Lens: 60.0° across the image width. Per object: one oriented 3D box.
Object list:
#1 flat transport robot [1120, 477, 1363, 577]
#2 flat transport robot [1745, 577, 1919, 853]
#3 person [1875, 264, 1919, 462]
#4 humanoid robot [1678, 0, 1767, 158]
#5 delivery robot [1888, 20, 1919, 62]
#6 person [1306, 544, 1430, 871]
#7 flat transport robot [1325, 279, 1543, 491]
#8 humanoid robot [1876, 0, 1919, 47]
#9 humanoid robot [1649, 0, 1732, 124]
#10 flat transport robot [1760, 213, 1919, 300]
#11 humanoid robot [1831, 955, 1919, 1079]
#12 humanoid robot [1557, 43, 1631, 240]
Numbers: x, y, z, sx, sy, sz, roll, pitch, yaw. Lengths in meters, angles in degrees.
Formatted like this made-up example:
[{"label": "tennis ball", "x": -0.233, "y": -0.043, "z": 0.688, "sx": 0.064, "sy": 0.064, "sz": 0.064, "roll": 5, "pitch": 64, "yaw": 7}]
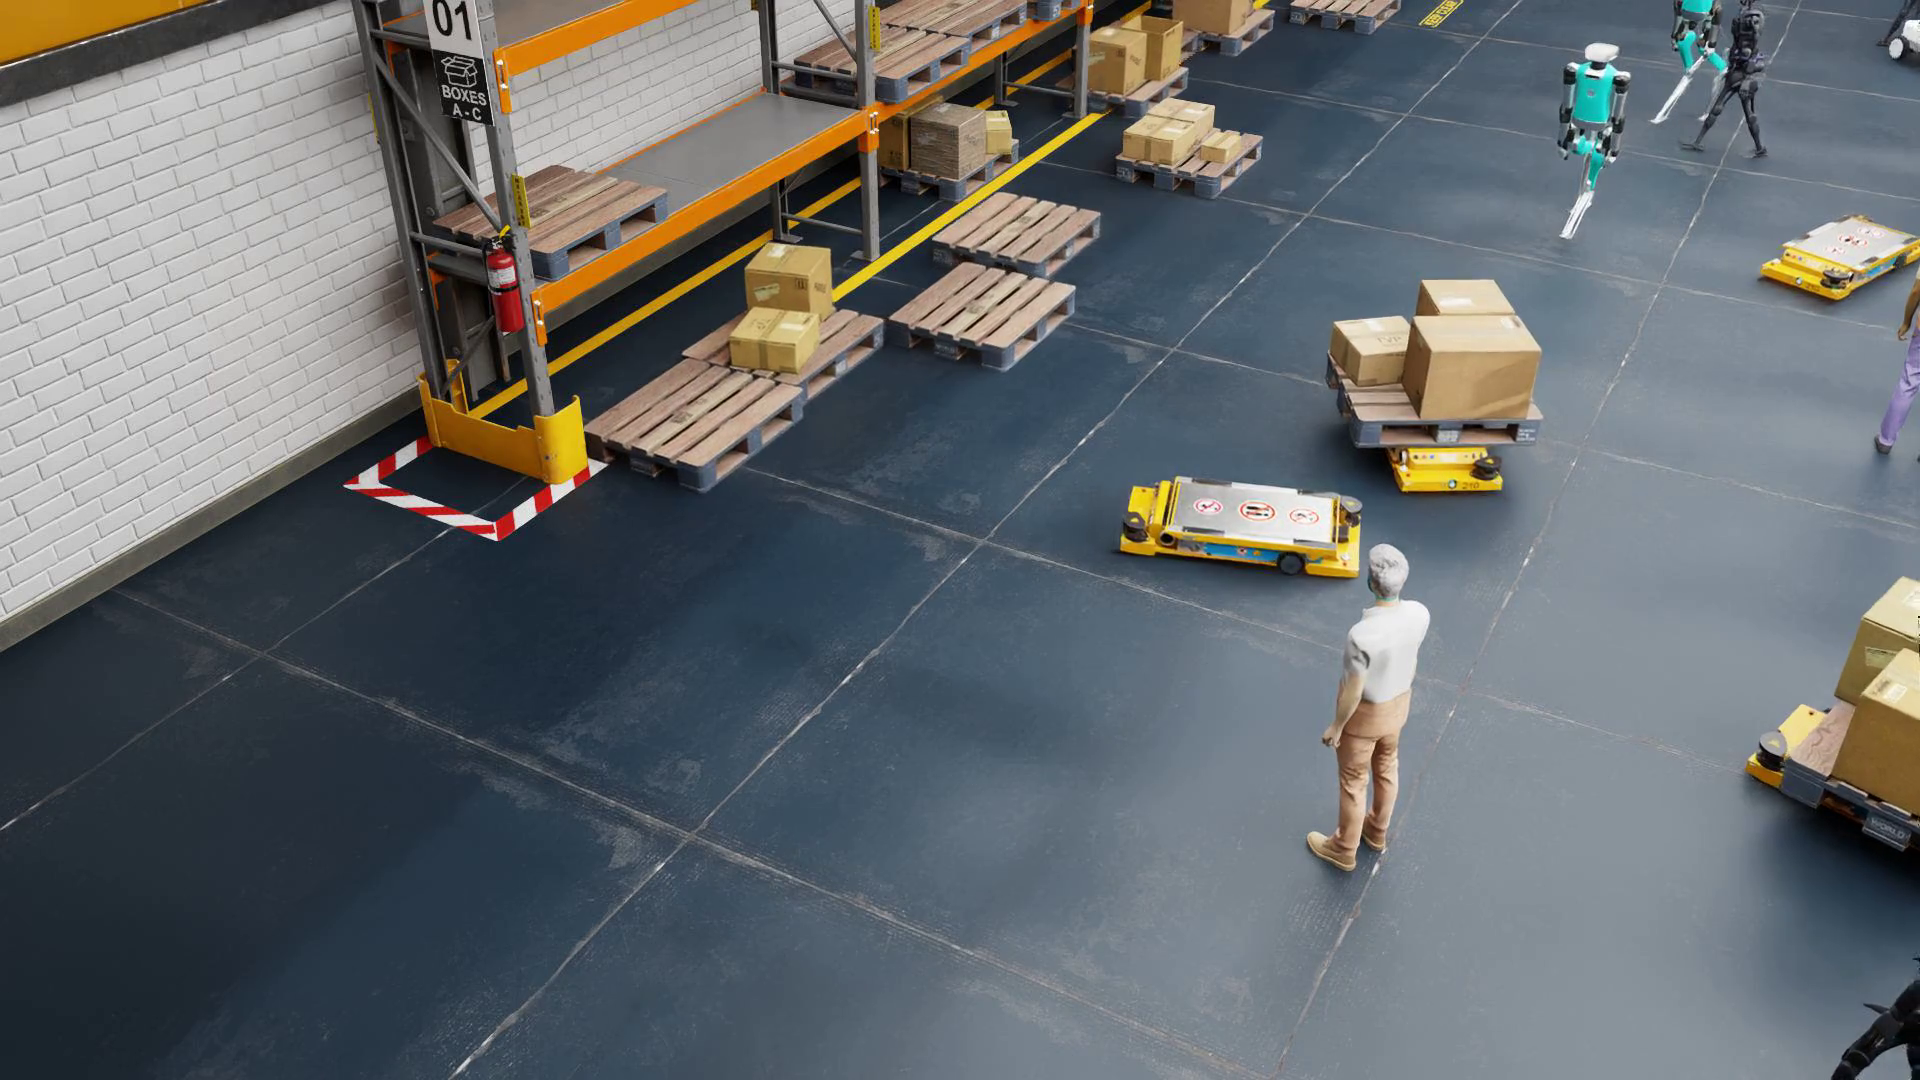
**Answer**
[{"label": "flat transport robot", "x": 1.745, "y": -0.090, "z": 10.284, "sx": 1.431, "sy": 0.231, "sz": 0.659, "roll": 7, "pitch": 34, "yaw": 10}, {"label": "flat transport robot", "x": 4.740, "y": 1.274, "z": 8.221, "sx": 0.659, "sy": 0.231, "sz": 1.431, "roll": -28, "pitch": 43, "yaw": -36}, {"label": "person", "x": 6.384, "y": -1.355, "z": 10.766, "sx": 0.564, "sy": 1.849, "sz": 0.391, "roll": 20, "pitch": 38, "yaw": 27}, {"label": "humanoid robot", "x": 7.326, "y": -4.386, "z": 15.556, "sx": 0.808, "sy": 1.617, "sz": 0.615, "roll": 3, "pitch": 34, "yaw": 5}, {"label": "delivery robot", "x": 10.556, "y": -5.397, "z": 18.068, "sx": 0.499, "sy": 0.609, "sz": 0.805, "roll": -5, "pitch": 34, "yaw": -8}, {"label": "person", "x": 1.877, "y": 0.783, "z": 7.629, "sx": 0.475, "sy": 1.739, "sz": 0.324, "roll": -20, "pitch": 38, "yaw": -28}, {"label": "flat transport robot", "x": 3.166, "y": -0.774, "z": 11.319, "sx": 0.659, "sy": 0.231, "sz": 1.431, "roll": -1, "pitch": 33, "yaw": -1}, {"label": "humanoid robot", "x": 10.634, "y": -6.281, "z": 18.388, "sx": 0.454, "sy": 1.632, "sz": 0.593, "roll": 16, "pitch": 37, "yaw": 23}, {"label": "humanoid robot", "x": 7.355, "y": -4.968, "z": 16.373, "sx": 0.882, "sy": 1.788, "sz": 0.567, "roll": -17, "pitch": 37, "yaw": -23}, {"label": "flat transport robot", "x": 7.288, "y": -2.342, "z": 13.691, "sx": 1.431, "sy": 0.231, "sz": 0.659, "roll": -23, "pitch": 40, "yaw": -31}, {"label": "humanoid robot", "x": 3.709, "y": 1.678, "z": 6.354, "sx": 0.609, "sy": 1.637, "sz": 0.616, "roll": -27, "pitch": 42, "yaw": -35}, {"label": "humanoid robot", "x": 5.358, "y": -3.393, "z": 14.007, "sx": 0.547, "sy": 1.727, "sz": 1.088, "roll": 22, "pitch": 39, "yaw": 30}]
